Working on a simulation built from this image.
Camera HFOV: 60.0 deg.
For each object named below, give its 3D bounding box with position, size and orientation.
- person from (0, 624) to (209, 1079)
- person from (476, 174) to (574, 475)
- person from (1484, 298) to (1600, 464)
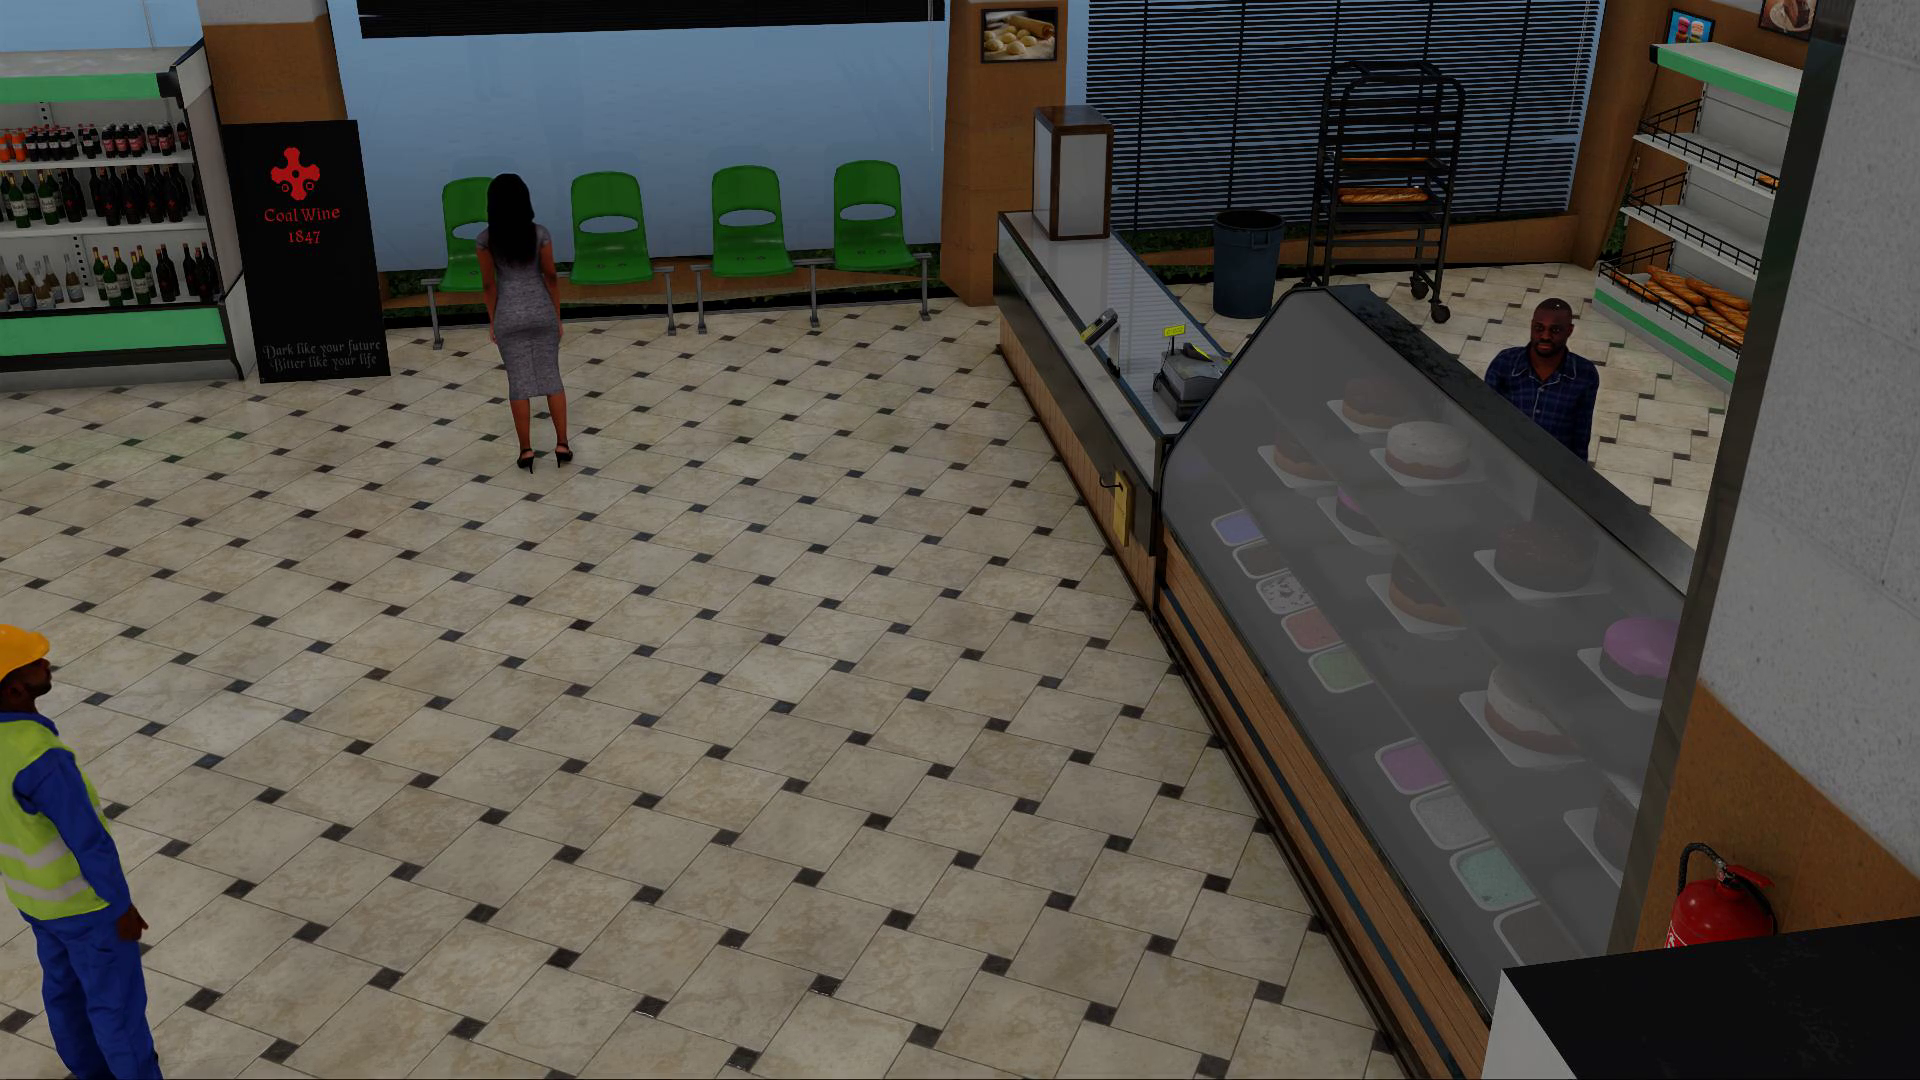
[{"bbox_3d":[-2.721,1.052,5.067,0.749,1.812,0.811,18,32,31],"label":"person"},{"bbox_3d":[-2.511,-1.243,9.626,0.496,1.781,0.669,-8,28,-16],"label":"person"},{"bbox_3d":[2.575,-0.233,7.587,0.731,1.824,0.841,9,28,18],"label":"person"}]
